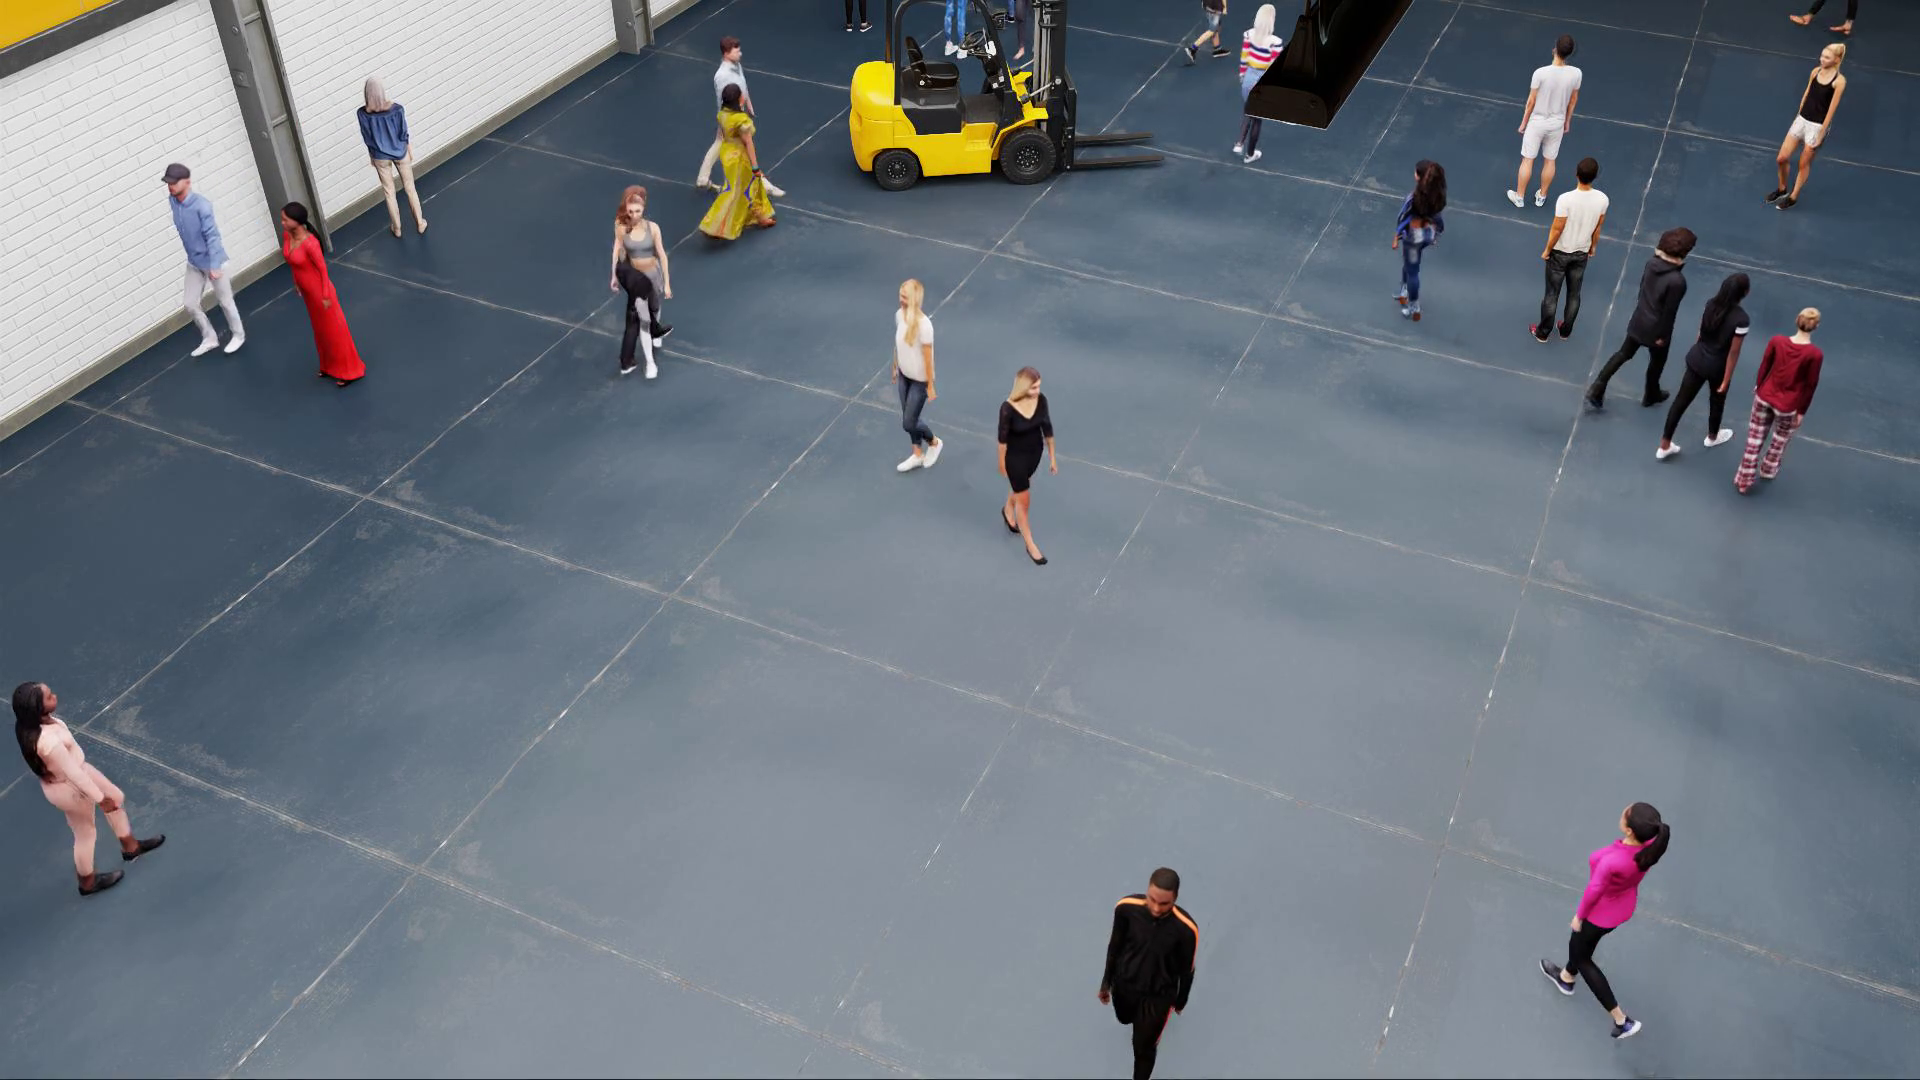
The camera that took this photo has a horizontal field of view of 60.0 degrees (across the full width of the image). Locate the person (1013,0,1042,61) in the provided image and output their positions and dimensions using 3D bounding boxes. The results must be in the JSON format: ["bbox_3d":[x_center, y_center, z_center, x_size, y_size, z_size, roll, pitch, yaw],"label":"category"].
[{"bbox_3d":[0.910,-6.925,20.671,0.609,1.747,0.783,16,41,19],"label":"person"}]

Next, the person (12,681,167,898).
[{"bbox_3d":[-5.472,1.557,10.091,0.935,1.698,0.832,-28,46,-30],"label":"person"}]

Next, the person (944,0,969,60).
[{"bbox_3d":[-0.050,-6.873,20.585,0.627,1.784,0.645,27,46,29],"label":"person"}]

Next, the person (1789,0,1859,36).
[{"bbox_3d":[11.410,-7.295,21.095,0.995,1.797,0.867,-32,48,-33],"label":"person"}]

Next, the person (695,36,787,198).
[{"bbox_3d":[-2.482,-4.411,17.490,1.065,1.789,1.276,3,39,4],"label":"person"}]

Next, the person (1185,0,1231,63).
[{"bbox_3d":[3.091,-6.594,20.512,0.981,1.429,0.890,-16,41,-19],"label":"person"}]

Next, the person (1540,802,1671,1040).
[{"bbox_3d":[3.699,2.150,9.370,0.994,1.680,0.965,-20,43,-24],"label":"person"}]

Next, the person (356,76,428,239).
[{"bbox_3d":[-5.801,-3.909,16.944,0.704,1.697,0.766,-13,40,-16],"label":"person"}]

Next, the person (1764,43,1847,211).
[{"bbox_3d":[8.968,-4.339,17.364,0.763,1.833,0.725,-21,43,-24],"label":"person"}]

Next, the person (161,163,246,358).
[{"bbox_3d":[-6.814,-2.592,15.144,0.658,1.875,0.705,15,41,18],"label":"person"}]

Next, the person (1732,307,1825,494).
[{"bbox_3d":[6.582,-1.099,13.422,0.726,1.690,0.838,27,46,30],"label":"person"}]

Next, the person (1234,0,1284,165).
[{"bbox_3d":[3.199,-4.950,18.152,0.758,1.805,0.777,31,48,33],"label":"person"}]

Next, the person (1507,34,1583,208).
[{"bbox_3d":[6.130,-4.372,17.388,0.765,1.855,0.736,-1,39,-1],"label":"person"}]

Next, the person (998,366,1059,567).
[{"bbox_3d":[0.446,-0.679,12.934,0.986,1.644,0.927,-22,44,-25],"label":"person"}]

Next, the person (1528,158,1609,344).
[{"bbox_3d":[5.610,-2.659,15.296,0.721,1.801,0.723,-5,39,-6],"label":"person"}]

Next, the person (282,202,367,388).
[{"bbox_3d":[-5.670,-2.178,14.705,0.676,1.785,0.674,25,45,28],"label":"person"}]

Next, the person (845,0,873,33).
[{"bbox_3d":[-1.351,-7.341,21.275,0.604,1.644,0.576,5,39,6],"label":"person"}]

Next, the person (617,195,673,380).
[{"bbox_3d":[-2.833,-2.382,15.054,0.992,1.658,1.173,-7,39,-8],"label":"person"}]

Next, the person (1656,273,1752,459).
[{"bbox_3d":[6.159,-1.403,13.790,1.117,1.707,1.000,-21,43,-24],"label":"person"}]

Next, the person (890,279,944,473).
[{"bbox_3d":[-0.293,-1.344,13.641,0.811,1.800,0.765,-23,44,-26],"label":"person"}]

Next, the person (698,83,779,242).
[{"bbox_3d":[-2.315,-3.786,16.850,1.269,1.622,1.151,-19,42,-22],"label":"person"}]

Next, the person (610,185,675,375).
[{"bbox_3d":[-2.980,-2.296,14.920,0.642,1.692,1.049,15,41,18],"label":"person"}]

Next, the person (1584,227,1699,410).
[{"bbox_3d":[5.900,-1.864,14.327,1.176,1.756,1.082,-16,41,-19],"label":"person"}]

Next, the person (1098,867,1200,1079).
[{"bbox_3d":[1.033,2.351,9.028,0.656,1.783,1.090,18,42,21],"label":"person"}]

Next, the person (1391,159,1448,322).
[{"bbox_3d":[4.350,-2.792,15.614,0.786,1.601,0.851,-19,42,-22],"label":"person"}]
